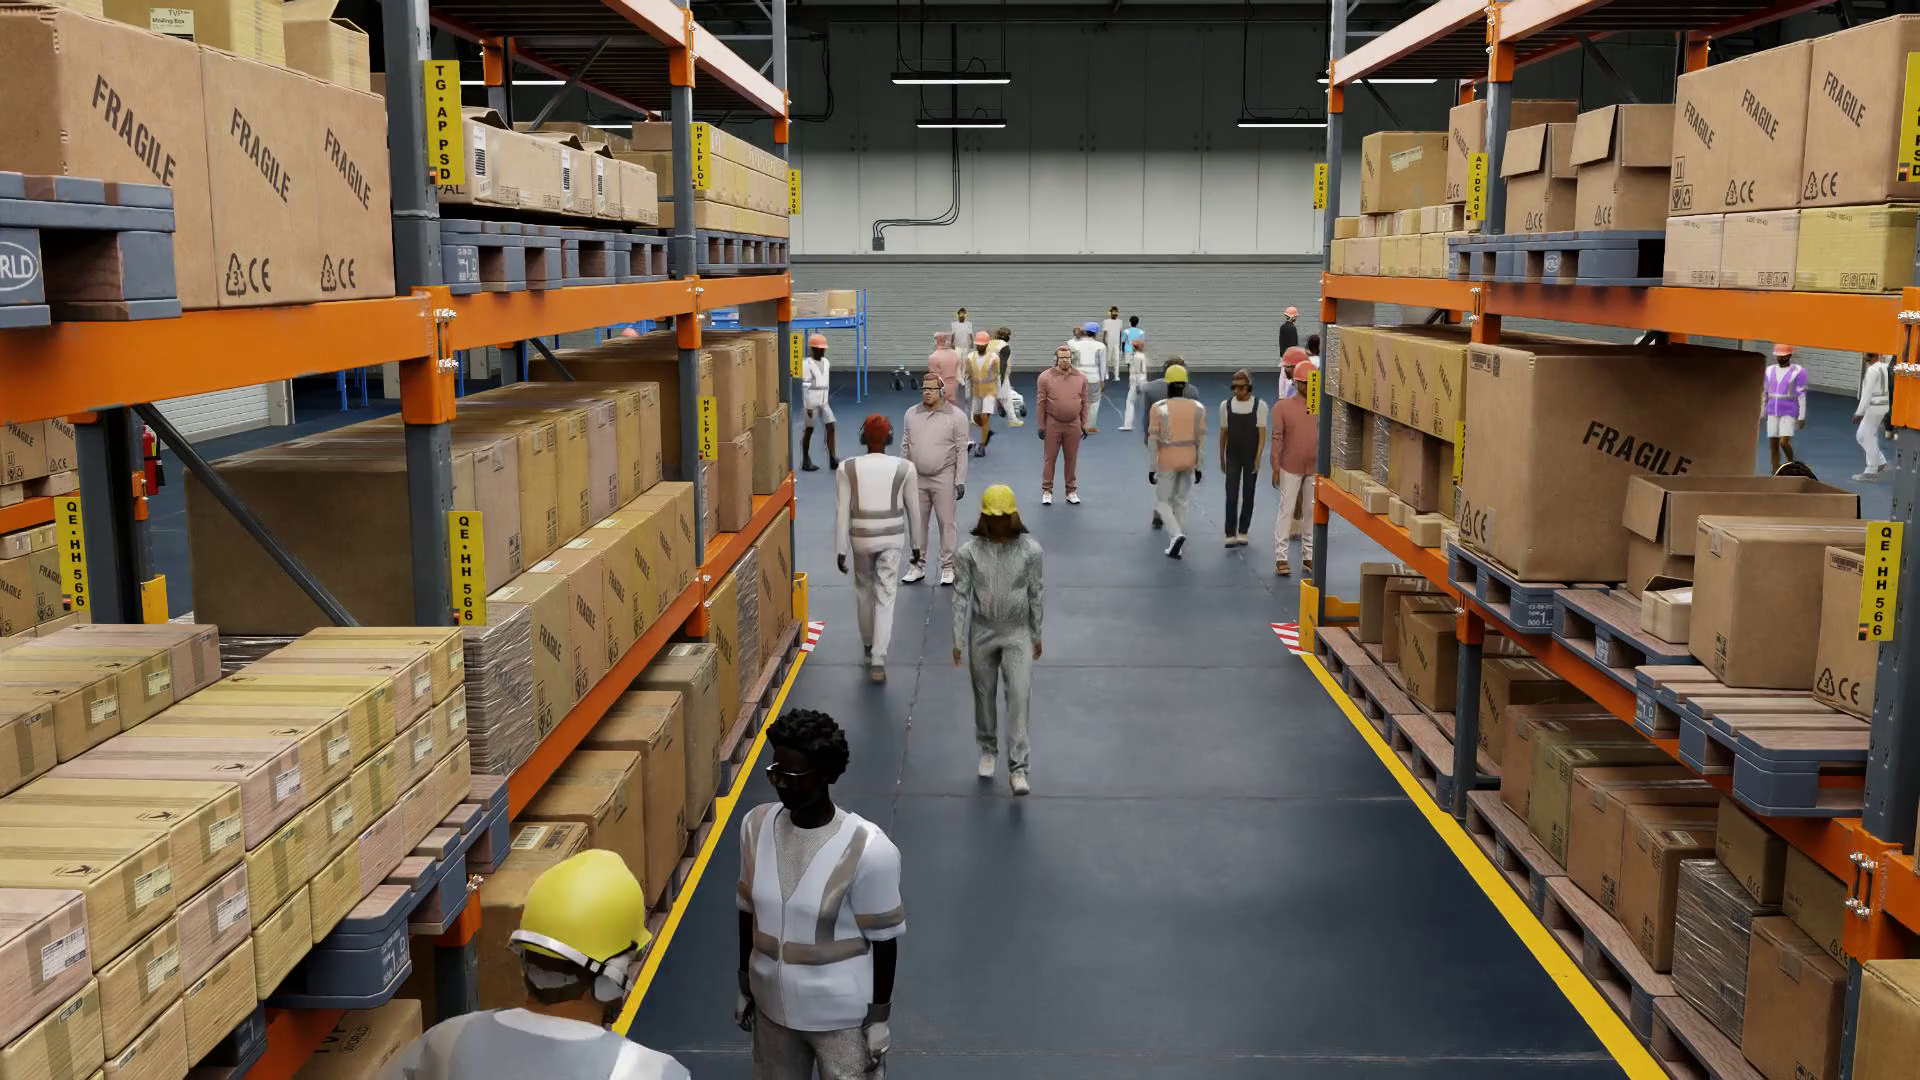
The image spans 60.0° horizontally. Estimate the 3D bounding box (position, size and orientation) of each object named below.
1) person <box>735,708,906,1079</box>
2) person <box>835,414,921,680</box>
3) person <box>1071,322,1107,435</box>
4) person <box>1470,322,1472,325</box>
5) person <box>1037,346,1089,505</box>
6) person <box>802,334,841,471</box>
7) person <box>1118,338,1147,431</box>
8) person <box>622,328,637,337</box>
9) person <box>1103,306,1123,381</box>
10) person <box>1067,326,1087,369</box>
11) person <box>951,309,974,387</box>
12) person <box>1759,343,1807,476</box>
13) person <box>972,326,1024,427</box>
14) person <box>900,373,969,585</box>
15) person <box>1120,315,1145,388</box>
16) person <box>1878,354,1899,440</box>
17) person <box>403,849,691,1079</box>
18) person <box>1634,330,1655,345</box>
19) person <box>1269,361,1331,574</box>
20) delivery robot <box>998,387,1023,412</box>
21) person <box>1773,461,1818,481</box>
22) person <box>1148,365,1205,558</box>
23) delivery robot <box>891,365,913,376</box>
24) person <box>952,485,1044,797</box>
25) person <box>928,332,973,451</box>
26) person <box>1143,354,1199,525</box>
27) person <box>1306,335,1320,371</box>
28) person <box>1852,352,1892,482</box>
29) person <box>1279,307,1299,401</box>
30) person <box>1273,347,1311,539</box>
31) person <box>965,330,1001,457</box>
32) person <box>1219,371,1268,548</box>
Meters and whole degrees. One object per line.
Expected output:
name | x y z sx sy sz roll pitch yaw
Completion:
person | -0.409 1.293 4.626 0.541 1.695 0.315 5 11 30
person | -0.578 0.019 11.853 0.593 1.824 1.000 0 9 1
person | 2.122 -2.712 28.062 0.673 1.905 0.658 3 10 15
person | 10.217 -3.496 33.107 0.331 1.768 0.527 -8 12 -40
person | 1.245 -1.385 20.041 0.643 1.908 0.399 -2 10 -10
person | -1.912 -1.896 23.107 0.872 1.900 0.568 8 12 40
person | 3.157 -2.687 28.744 0.768 1.609 0.532 3 10 20
person | -4.940 -2.249 25.158 0.571 1.925 0.547 -1 10 -8
person | 3.758 -4.871 41.150 0.538 1.834 0.914 -2 10 -13
person | 2.432 -3.557 33.898 0.524 1.619 0.455 2 10 10
person | 0.063 -4.526 39.153 0.539 1.817 0.994 -1 10 -7
person | 10.604 -1.634 21.499 0.439 1.919 0.560 -6 11 -34
person | 0.642 -2.876 29.367 0.994 1.787 0.665 -6 11 -30
person | -0.251 -0.552 15.054 0.639 1.910 0.407 3 10 19
person | 4.019 -4.386 38.722 0.559 1.696 0.474 -1 10 -8
person | 15.542 -2.668 27.455 0.688 2.000 0.883 9 13 43
person | -0.754 1.483 3.170 0.611 1.805 0.456 4 10 21
person | 13.174 -3.318 31.930 0.606 1.805 0.692 1 9 4
person | 3.197 -0.675 15.523 0.626 1.992 0.387 -2 10 -12
delivery robot | 0.950 -2.679 31.681 0.477 0.478 0.707 -2 10 -14
person | 4.364 0.507 8.820 0.532 1.870 0.315 1 9 4
person | 2.126 -0.745 16.199 0.598 1.915 0.603 -3 10 -17
delivery robot | -1.335 -3.908 38.267 0.335 0.223 0.698 -5 11 -29
person | 0.209 0.544 9.120 0.504 1.695 0.908 0 9 0
person | -0.213 -2.223 25.213 0.897 1.867 0.640 9 13 43
person | 2.339 -1.129 18.590 0.638 1.894 1.036 2 10 13
person | 5.034 -1.980 23.710 0.904 1.877 0.593 -9 13 -43
person | 12.108 -1.710 22.109 0.423 1.866 0.583 6 11 34
person | 6.787 -3.803 34.260 0.382 1.995 0.612 -3 10 -17
person | 3.583 -1.022 17.533 0.543 2.024 0.612 -2 10 -11
person | 0.389 -2.245 25.238 0.569 1.898 0.859 4 10 21
person | 2.856 -0.811 16.914 0.497 1.795 0.905 3 10 16
